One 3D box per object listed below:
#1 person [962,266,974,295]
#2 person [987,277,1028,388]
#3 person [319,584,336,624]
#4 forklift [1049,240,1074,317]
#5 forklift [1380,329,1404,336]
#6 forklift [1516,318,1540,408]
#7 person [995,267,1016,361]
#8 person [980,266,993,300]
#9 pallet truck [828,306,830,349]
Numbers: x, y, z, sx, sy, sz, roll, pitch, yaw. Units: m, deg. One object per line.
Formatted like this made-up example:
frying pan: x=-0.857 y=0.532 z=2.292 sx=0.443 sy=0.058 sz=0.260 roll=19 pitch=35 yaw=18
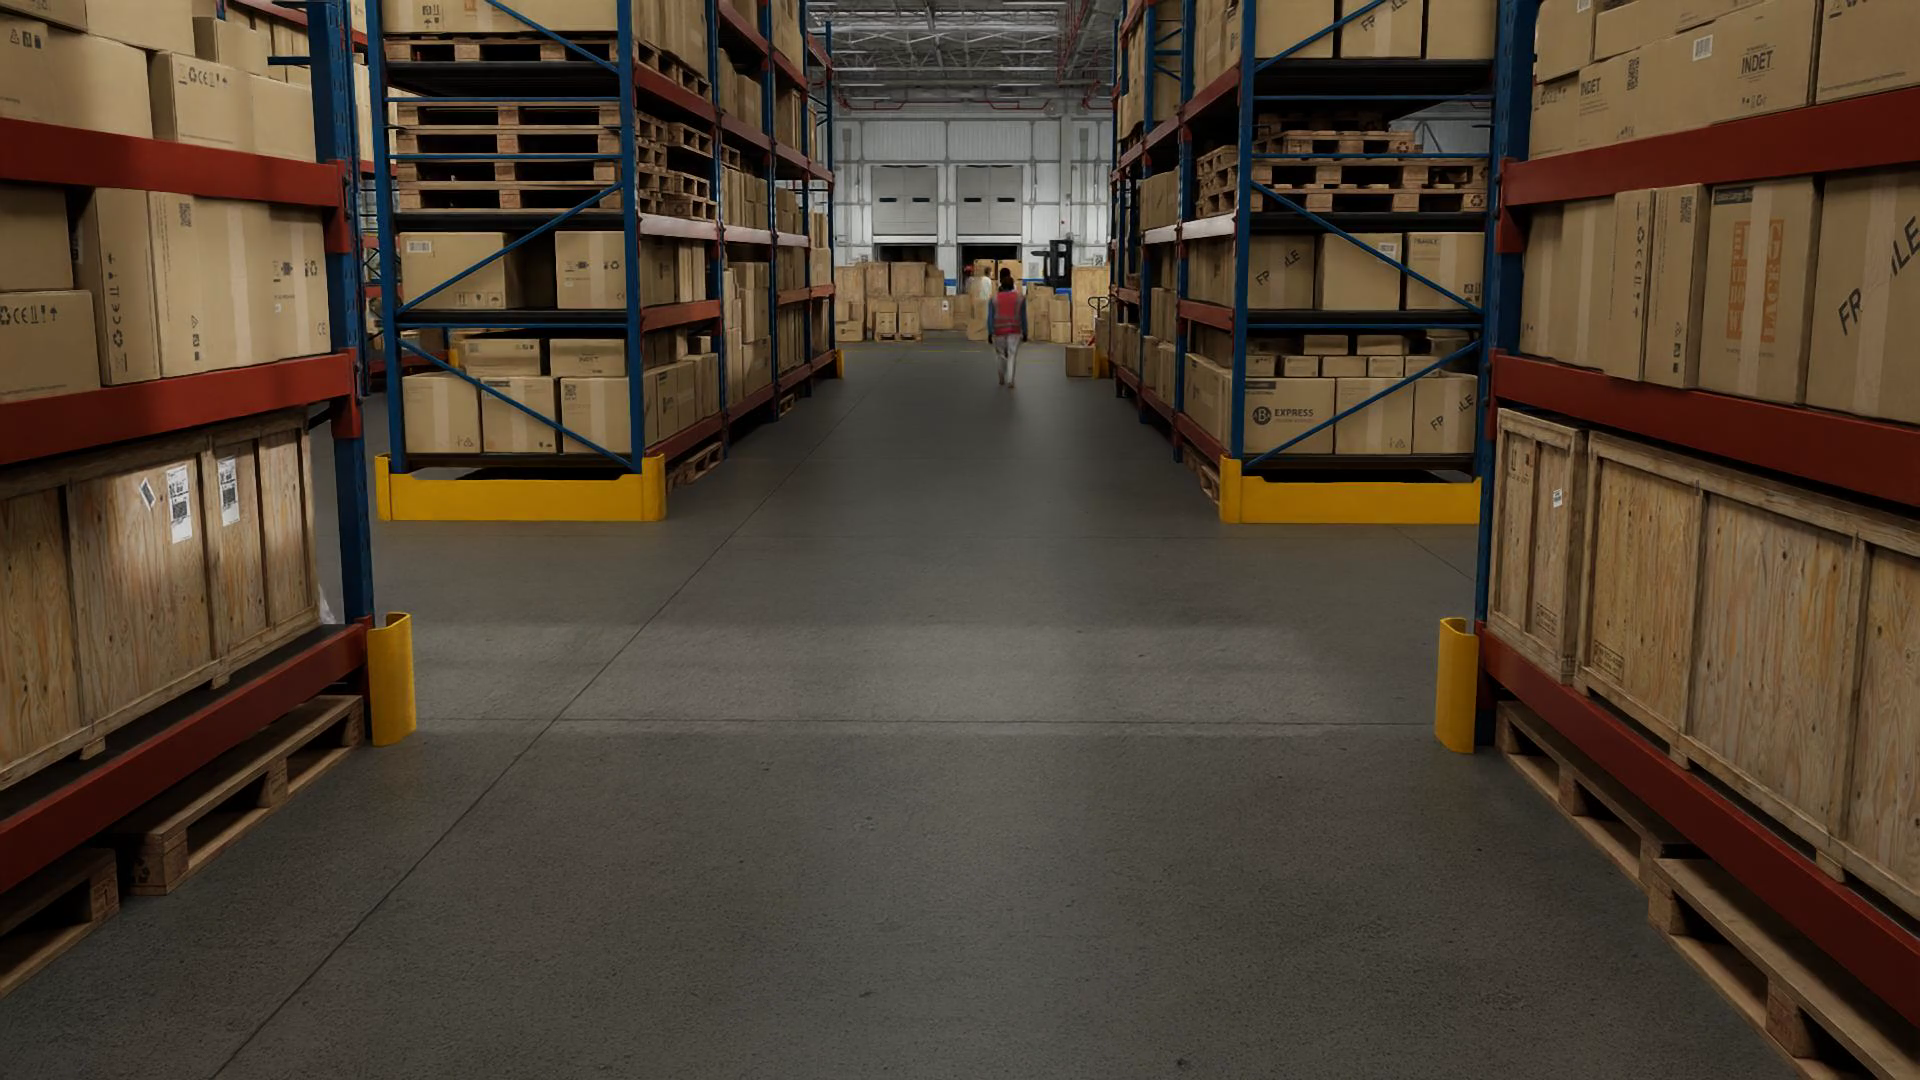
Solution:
person: x=0.183 y=-7.949 z=54.088 sx=0.883 sy=1.899 sz=0.564 roll=-3 pitch=10 yaw=-16
person: x=0.773 y=-3.362 z=26.977 sx=0.643 sy=1.793 sz=0.996 roll=1 pitch=10 yaw=5
person: x=-3.226 y=-0.194 z=7.717 sx=1.027 sy=1.878 sz=0.652 roll=0 pitch=9 yaw=-1
forklift: x=3.659 y=-9.425 z=60.017 sx=1.129 sy=2.768 sz=1.873 roll=-9 pitch=13 yaw=-43
forklift: x=6.562 y=-3.779 z=26.199 sx=1.129 sy=2.768 sz=1.873 roll=0 pitch=9 yaw=1
forklift: x=6.408 y=-2.473 z=18.376 sx=1.129 sy=2.768 sz=1.873 roll=0 pitch=9 yaw=1
person: x=0.961 y=-4.665 z=34.374 sx=0.391 sy=1.922 sz=0.593 roll=5 pitch=11 yaw=27
person: x=0.870 y=-6.664 z=46.396 sx=0.939 sy=1.898 sz=0.662 roll=2 pitch=10 yaw=12
pallet truck: x=-3.100 y=-3.940 z=29.800 sx=1.885 sy=1.965 sz=0.823 roll=3 pitch=10 yaw=19
